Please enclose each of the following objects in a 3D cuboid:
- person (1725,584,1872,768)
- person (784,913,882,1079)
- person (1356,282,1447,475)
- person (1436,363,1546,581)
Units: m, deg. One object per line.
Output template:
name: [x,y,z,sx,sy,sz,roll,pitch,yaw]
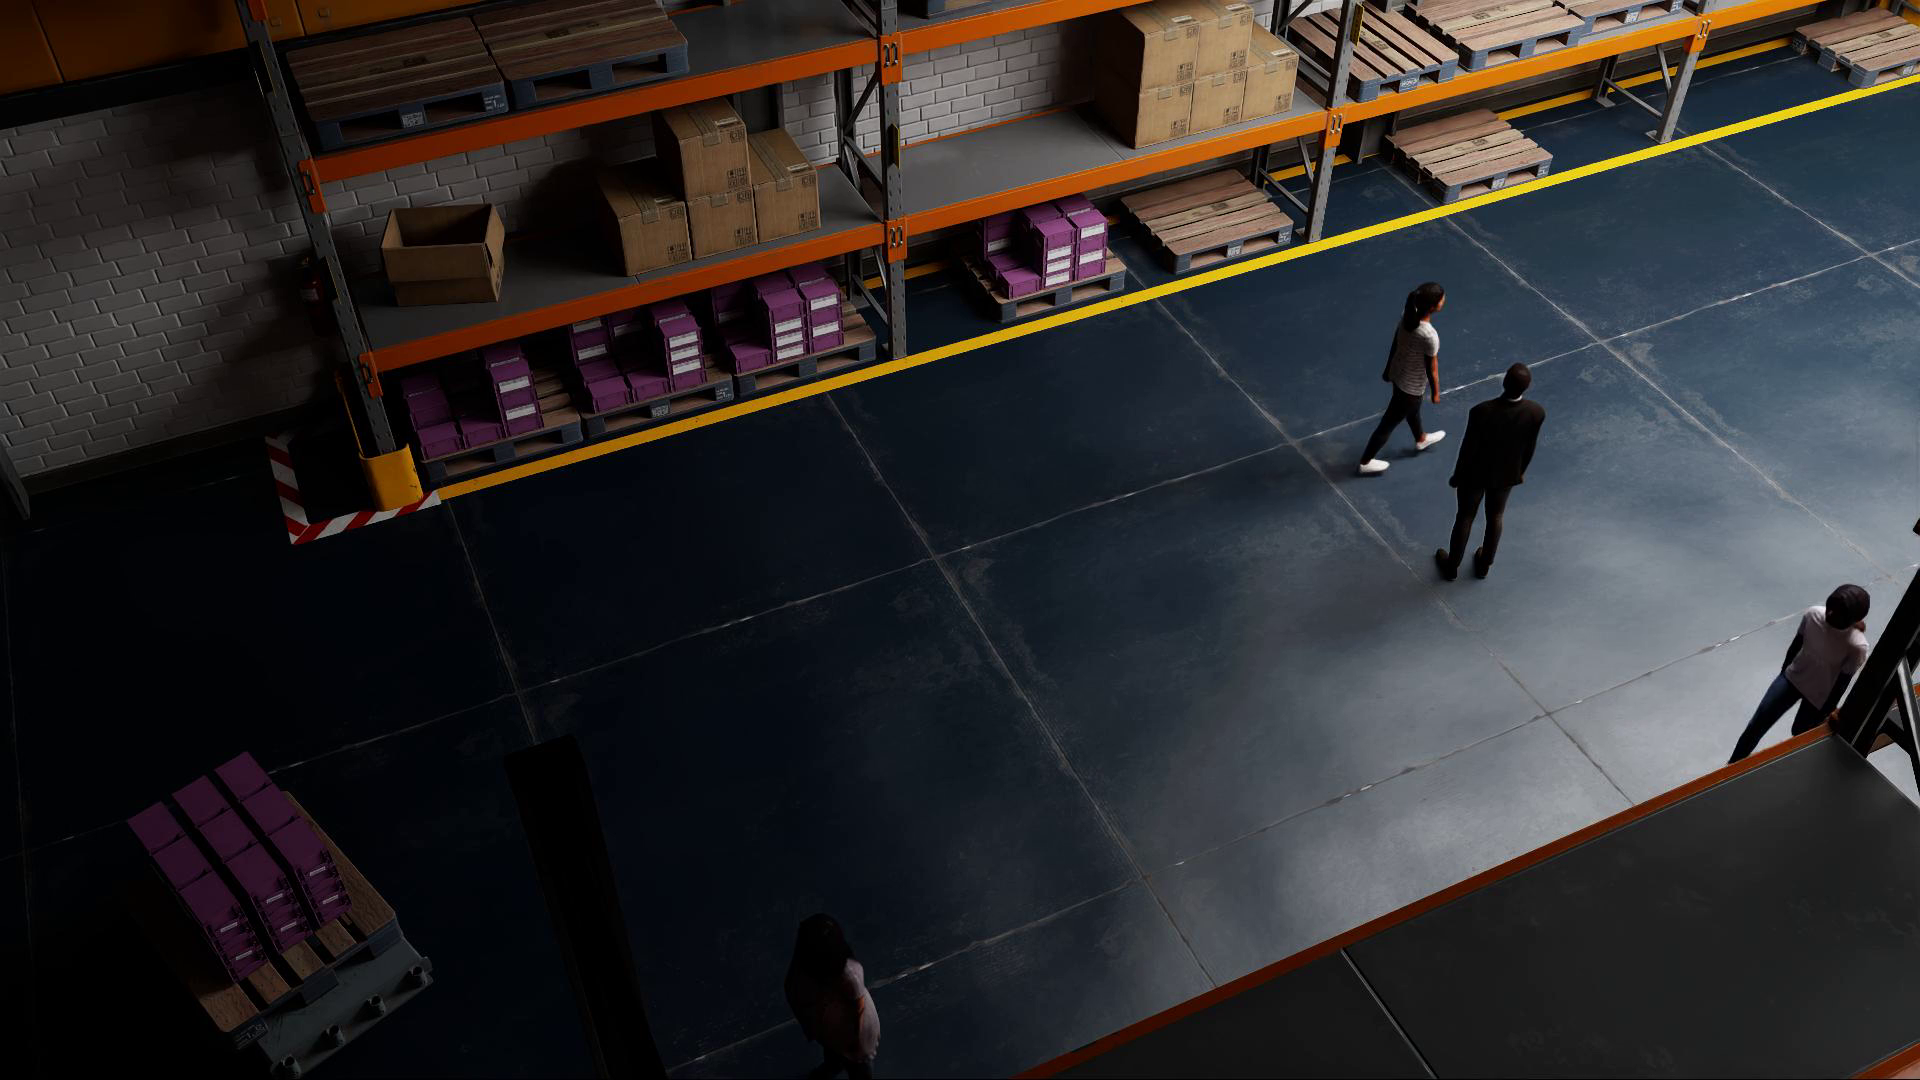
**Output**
person: [5.049,0.868,9.801,0.935,1.697,0.657,-24,49,-23]
person: [-0.610,2.345,8.319,0.760,1.605,0.721,-33,53,-30]
person: [3.136,-1.120,11.950,1.033,1.612,0.699,-9,44,-10]
person: [3.545,-0.447,11.108,0.642,1.800,0.790,-2,44,-2]
